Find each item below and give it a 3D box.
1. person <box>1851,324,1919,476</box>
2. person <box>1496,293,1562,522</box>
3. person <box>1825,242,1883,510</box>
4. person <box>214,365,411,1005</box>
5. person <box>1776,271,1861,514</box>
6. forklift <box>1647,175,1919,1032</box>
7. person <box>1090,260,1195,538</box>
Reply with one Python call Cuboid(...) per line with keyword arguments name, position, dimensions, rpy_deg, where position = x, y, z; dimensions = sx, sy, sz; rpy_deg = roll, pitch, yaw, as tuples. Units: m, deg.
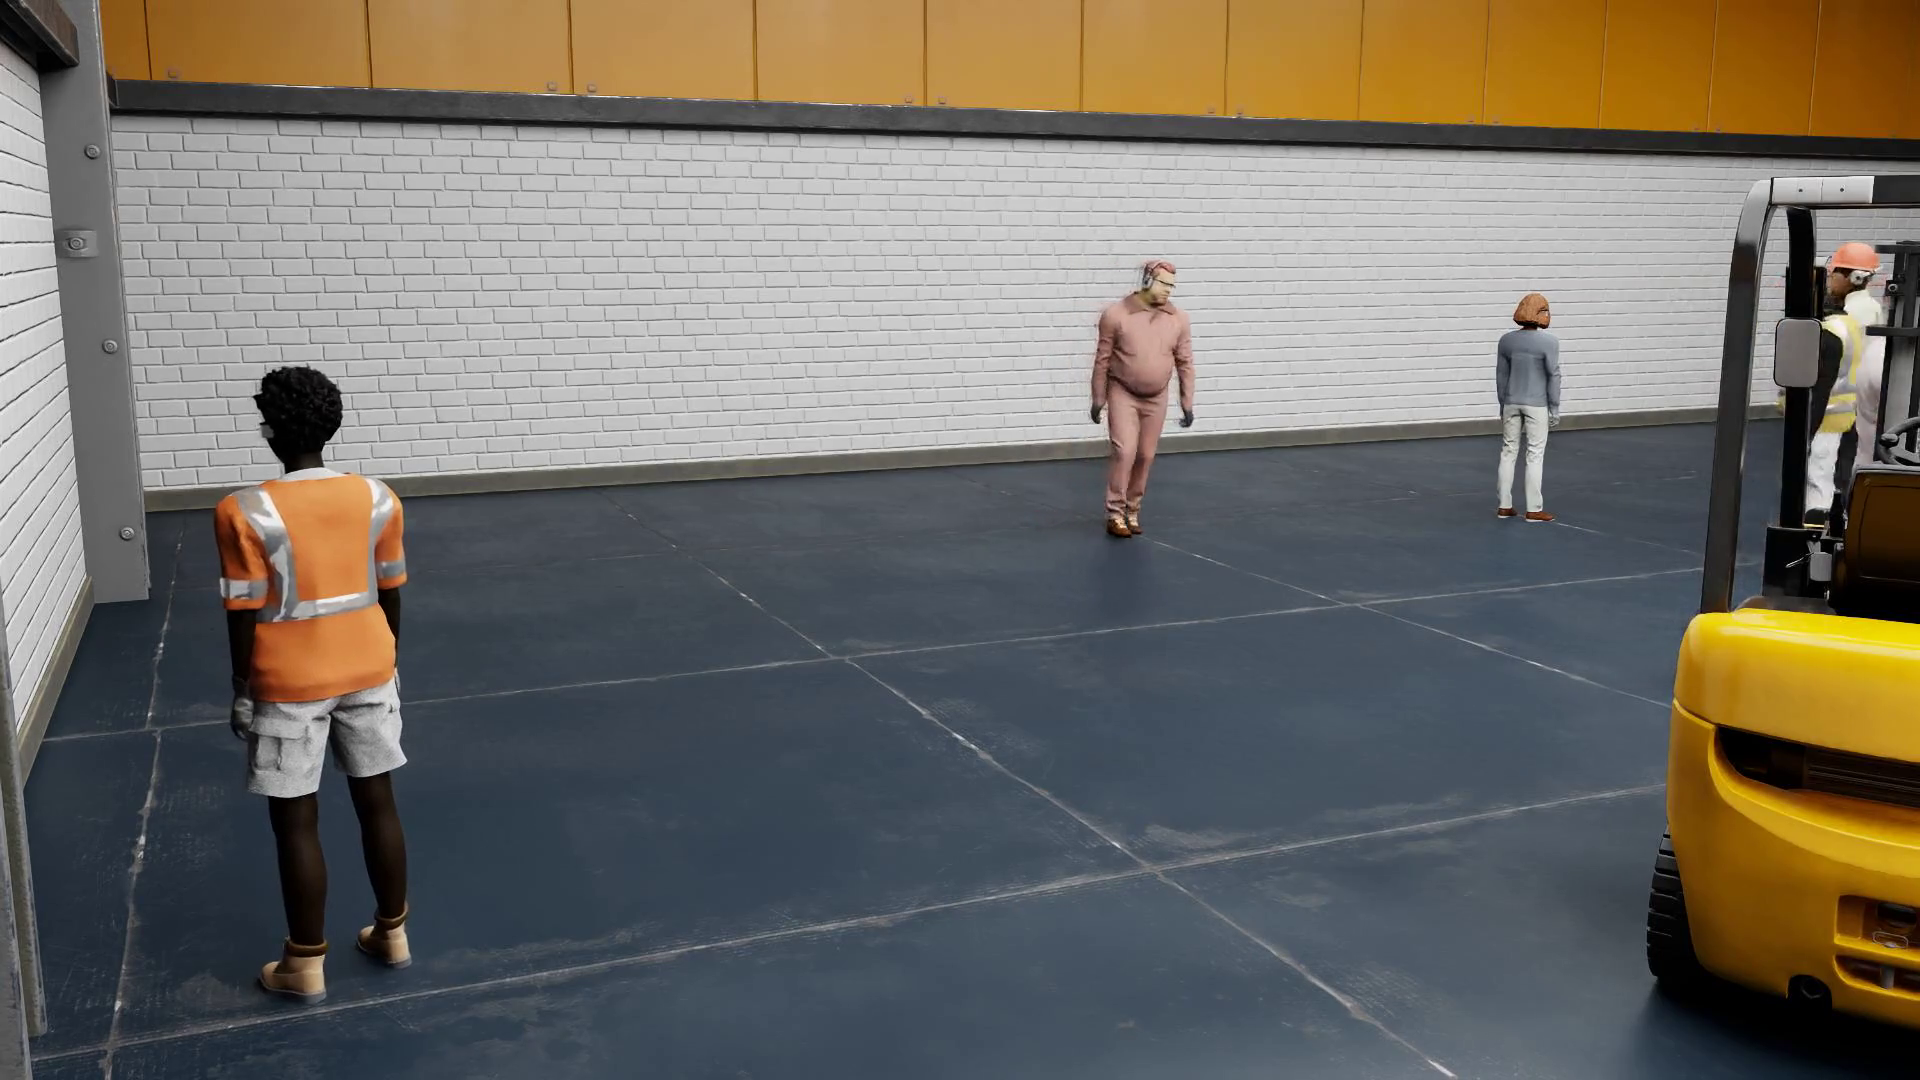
Cuboid(name="person", position=(4.010, -0.208, 7.183), dimensions=(0.489, 1.884, 0.655), rpy_deg=(5, 12, 27))
Cuboid(name="person", position=(4.079, -0.947, 11.946), dimensions=(0.286, 1.633, 0.499), rpy_deg=(-8, 13, -39))
Cuboid(name="person", position=(5.622, -0.882, 10.582), dimensions=(0.374, 1.995, 0.622), rpy_deg=(9, 14, 42))
Cuboid(name="person", position=(-1.718, 0.379, 4.486), dimensions=(0.320, 1.689, 0.525), rpy_deg=(8, 13, 38))
Cuboid(name="person", position=(5.116, -0.676, 9.953), dimensions=(0.430, 1.832, 0.704), rpy_deg=(8, 13, 36))
Cuboid(name="forklift", position=(2.810, 0.094, 4.662), dimensions=(1.214, 2.155, 2.313), rpy_deg=(7, 12, 34))
Cuboid(name="person", position=(1.258, -0.944, 11.266), dimensions=(0.682, 1.872, 0.630), rpy_deg=(-3, 11, -14))
